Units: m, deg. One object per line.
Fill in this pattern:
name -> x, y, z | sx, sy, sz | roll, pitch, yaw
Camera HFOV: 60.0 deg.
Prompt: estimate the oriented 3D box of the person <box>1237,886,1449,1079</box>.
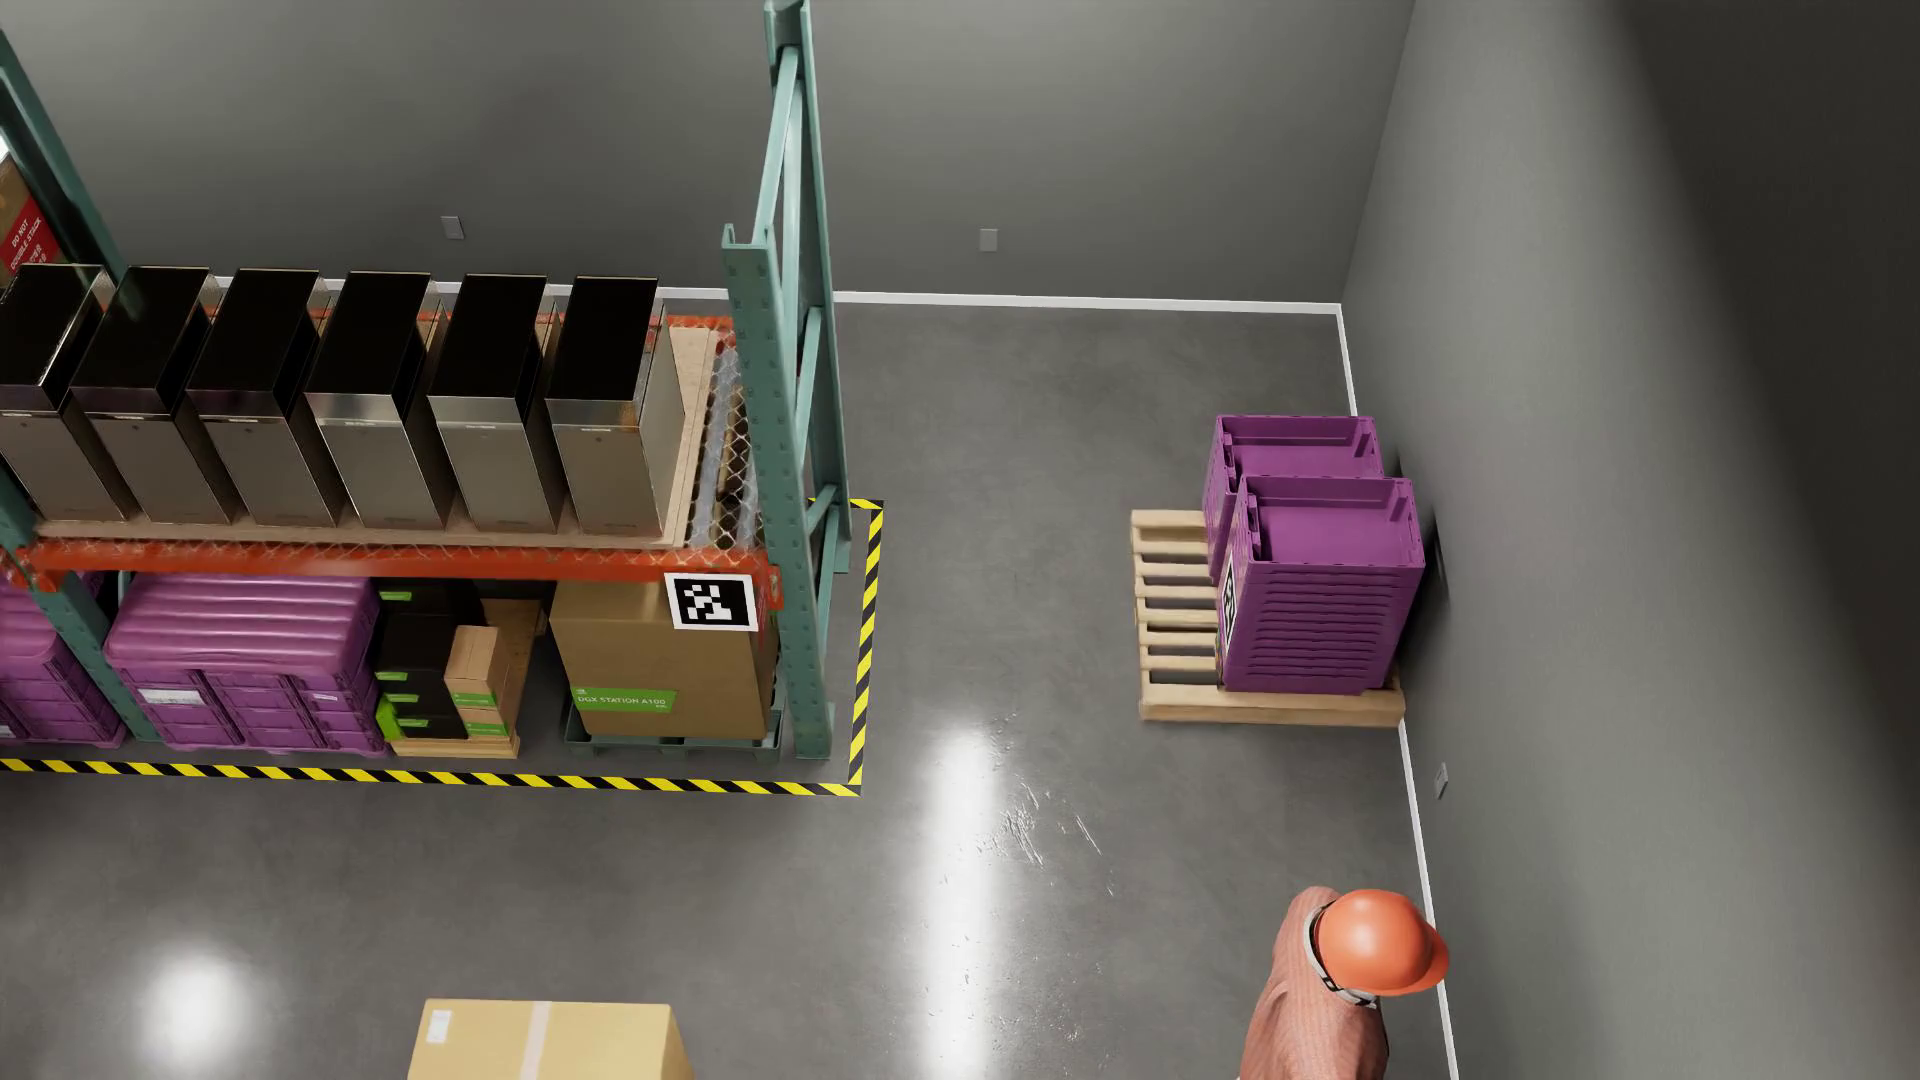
person -> 0.942, 1.460, 4.512 | 0.379, 1.996, 0.611 | 2, 52, 2
